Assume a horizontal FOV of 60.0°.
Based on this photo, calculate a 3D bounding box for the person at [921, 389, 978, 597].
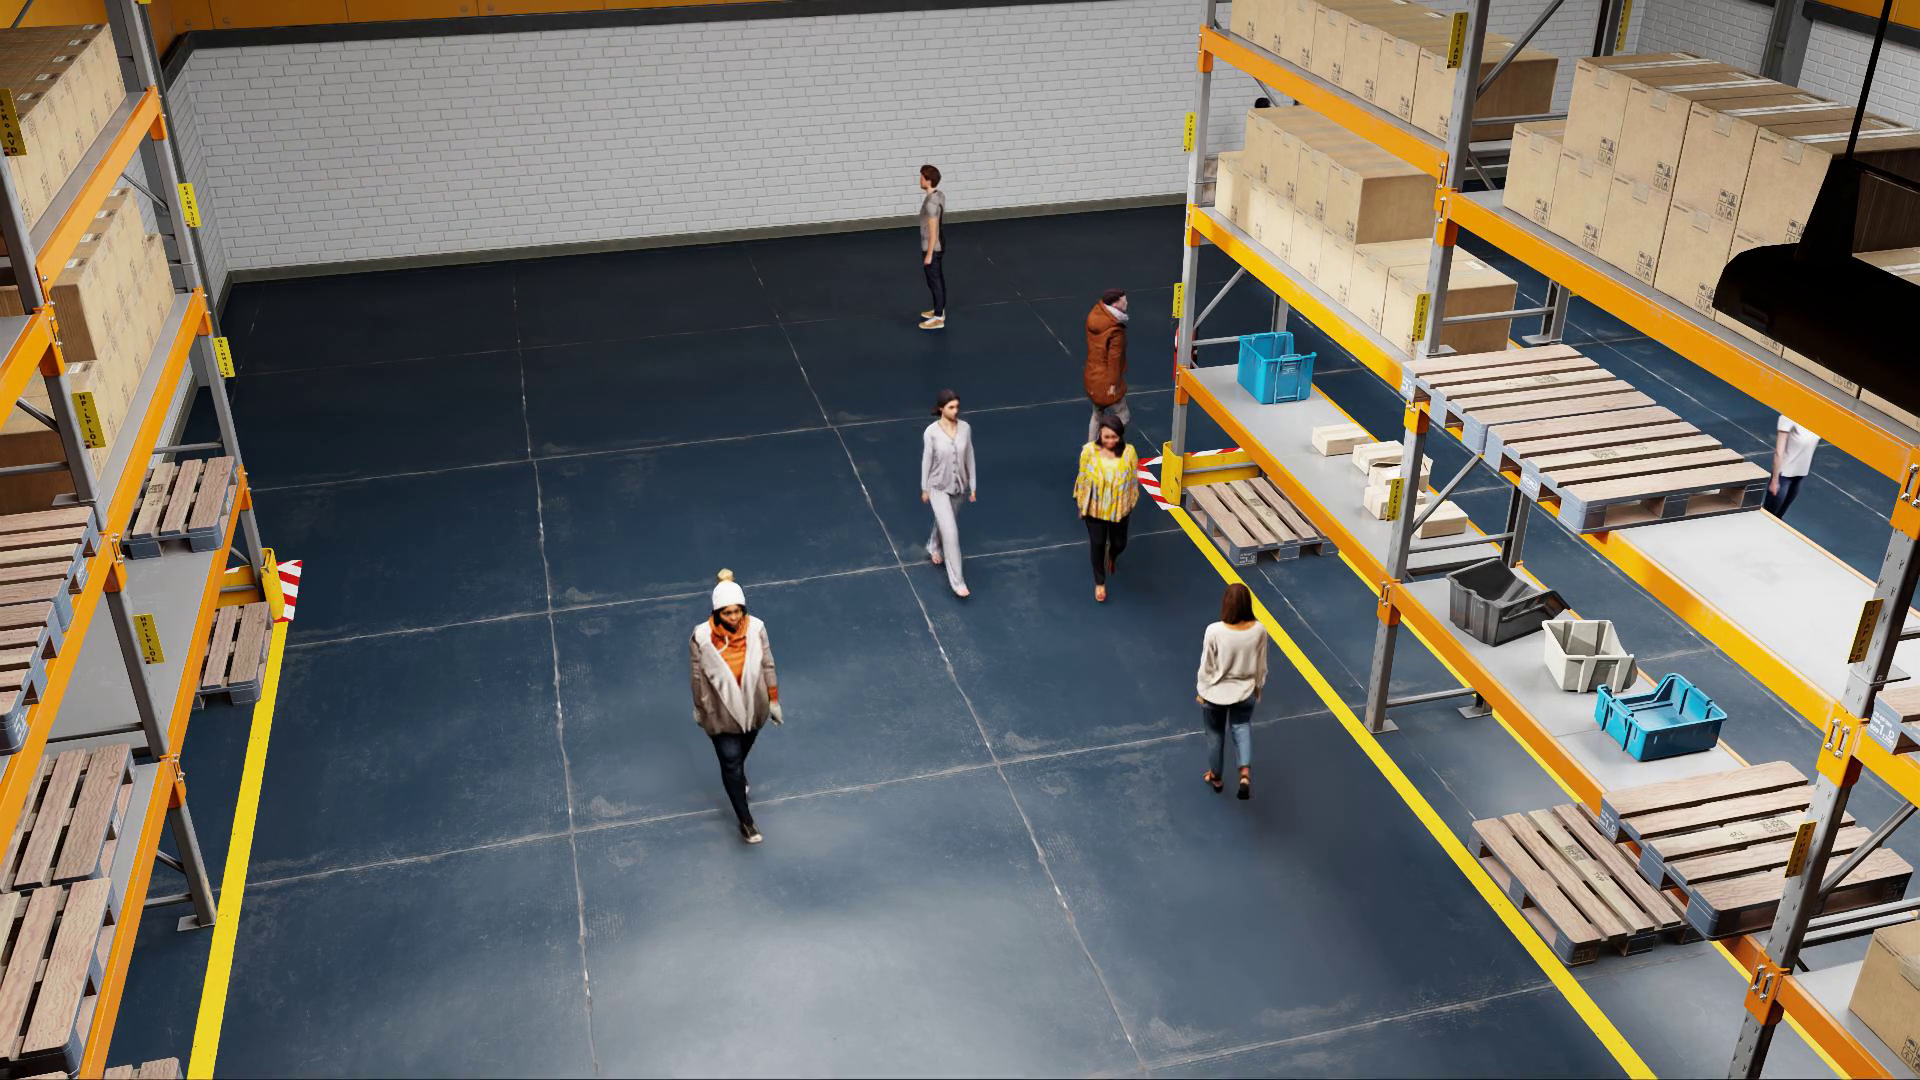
[{"bbox_3d":[-0.136,-0.462,13.946,0.749,1.733,1.169,-13,31,-23],"label":"person"}]

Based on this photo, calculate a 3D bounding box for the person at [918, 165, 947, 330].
[{"bbox_3d":[-0.309,-3.375,19.121,0.784,1.892,0.615,3,29,6],"label":"person"}]

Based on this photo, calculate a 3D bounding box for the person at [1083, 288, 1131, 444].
[{"bbox_3d":[1.302,-1.500,15.757,0.868,1.822,0.748,-17,33,-28],"label":"person"}]

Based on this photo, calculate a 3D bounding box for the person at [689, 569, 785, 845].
[{"bbox_3d":[-1.523,1.019,11.111,0.843,1.848,1.194,-13,31,-22],"label":"person"}]

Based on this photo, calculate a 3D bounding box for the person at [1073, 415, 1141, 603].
[{"bbox_3d":[1.205,-0.295,13.734,0.826,1.643,0.906,0,29,0],"label":"person"}]

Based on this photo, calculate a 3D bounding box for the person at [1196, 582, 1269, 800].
[{"bbox_3d":[1.836,1.069,11.207,0.672,1.668,0.807,-4,29,-7],"label":"person"}]
